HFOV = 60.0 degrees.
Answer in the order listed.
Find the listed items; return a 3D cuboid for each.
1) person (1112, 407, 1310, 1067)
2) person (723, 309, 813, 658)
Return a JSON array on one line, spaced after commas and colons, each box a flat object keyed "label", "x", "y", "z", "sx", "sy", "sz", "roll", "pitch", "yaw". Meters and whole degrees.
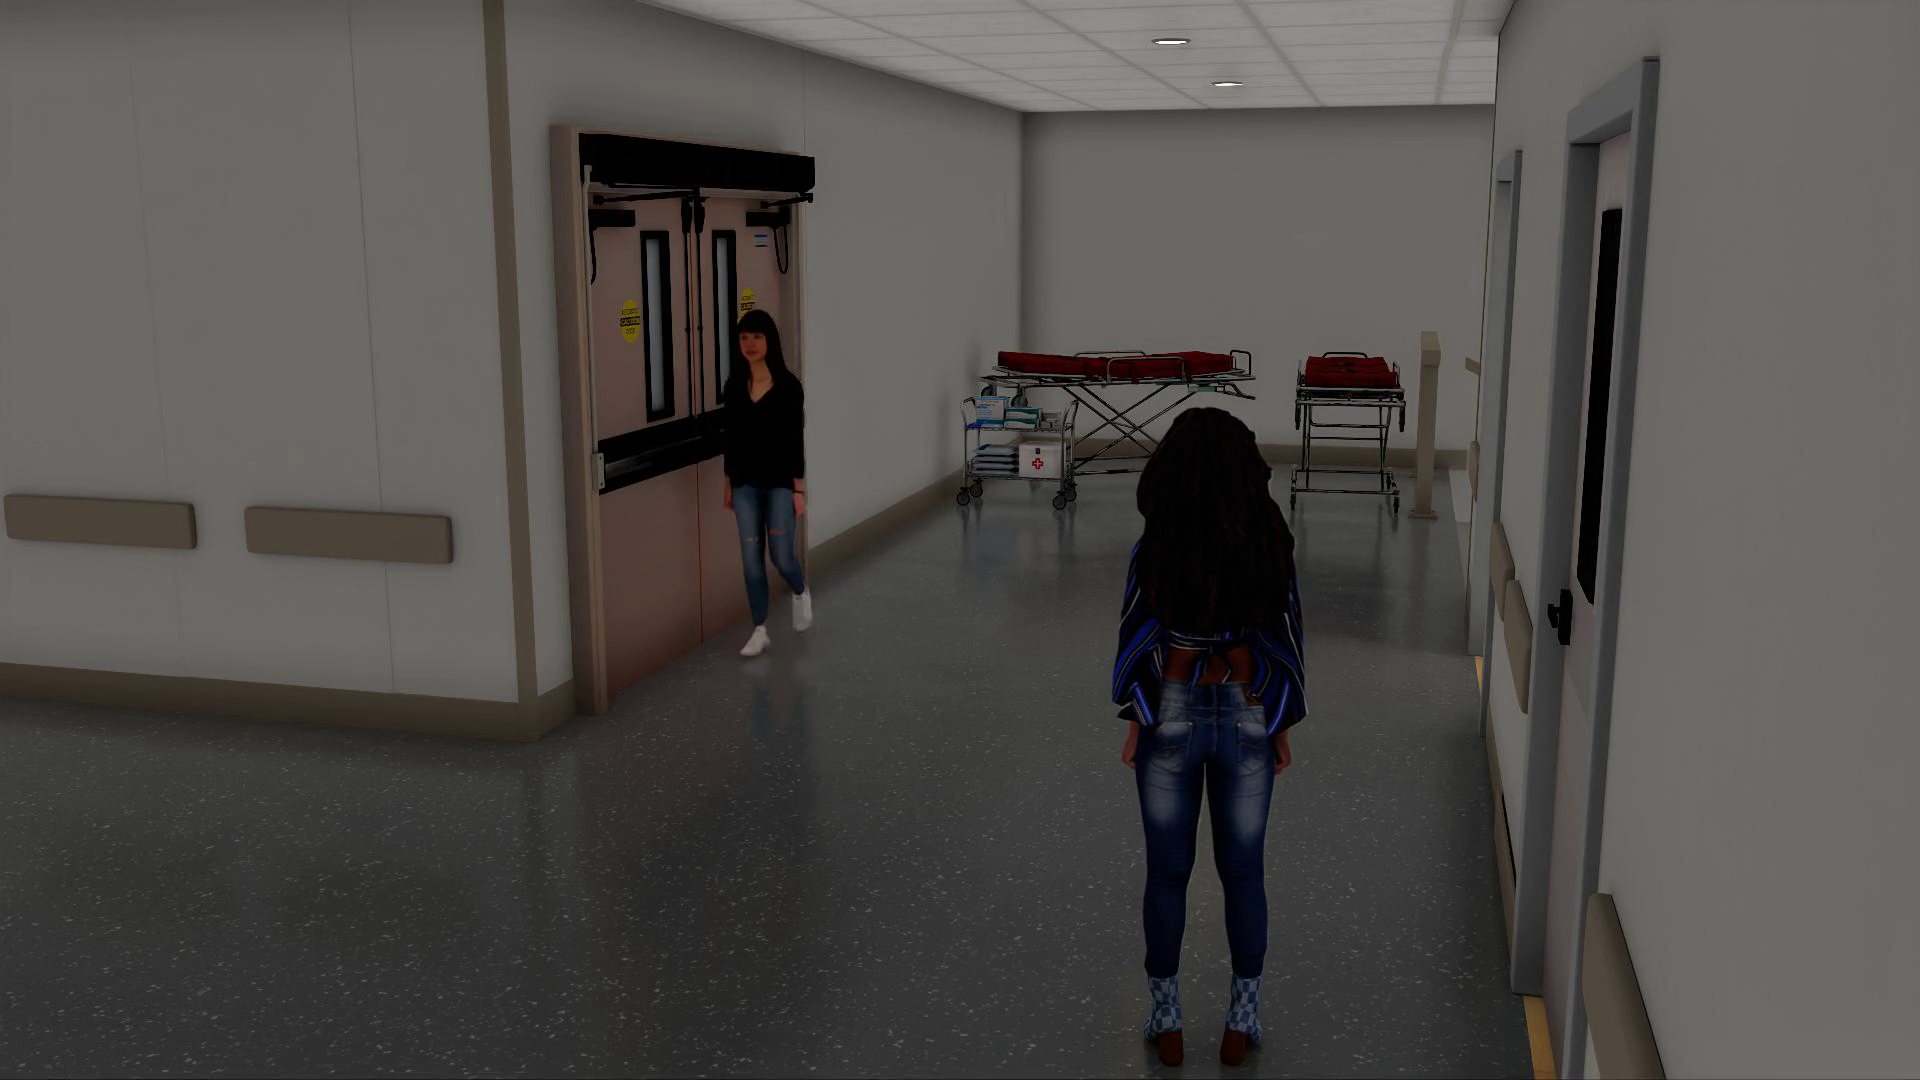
[{"label": "person", "x": 0.596, "y": 0.474, "z": 4.032, "sx": 0.651, "sy": 1.618, "sz": 0.598, "roll": 1, "pitch": 11, "yaw": 5}, {"label": "person", "x": -0.905, "y": -0.276, "z": 7.939, "sx": 0.549, "sy": 1.635, "sz": 0.722, "roll": 3, "pitch": 11, "yaw": 14}]
